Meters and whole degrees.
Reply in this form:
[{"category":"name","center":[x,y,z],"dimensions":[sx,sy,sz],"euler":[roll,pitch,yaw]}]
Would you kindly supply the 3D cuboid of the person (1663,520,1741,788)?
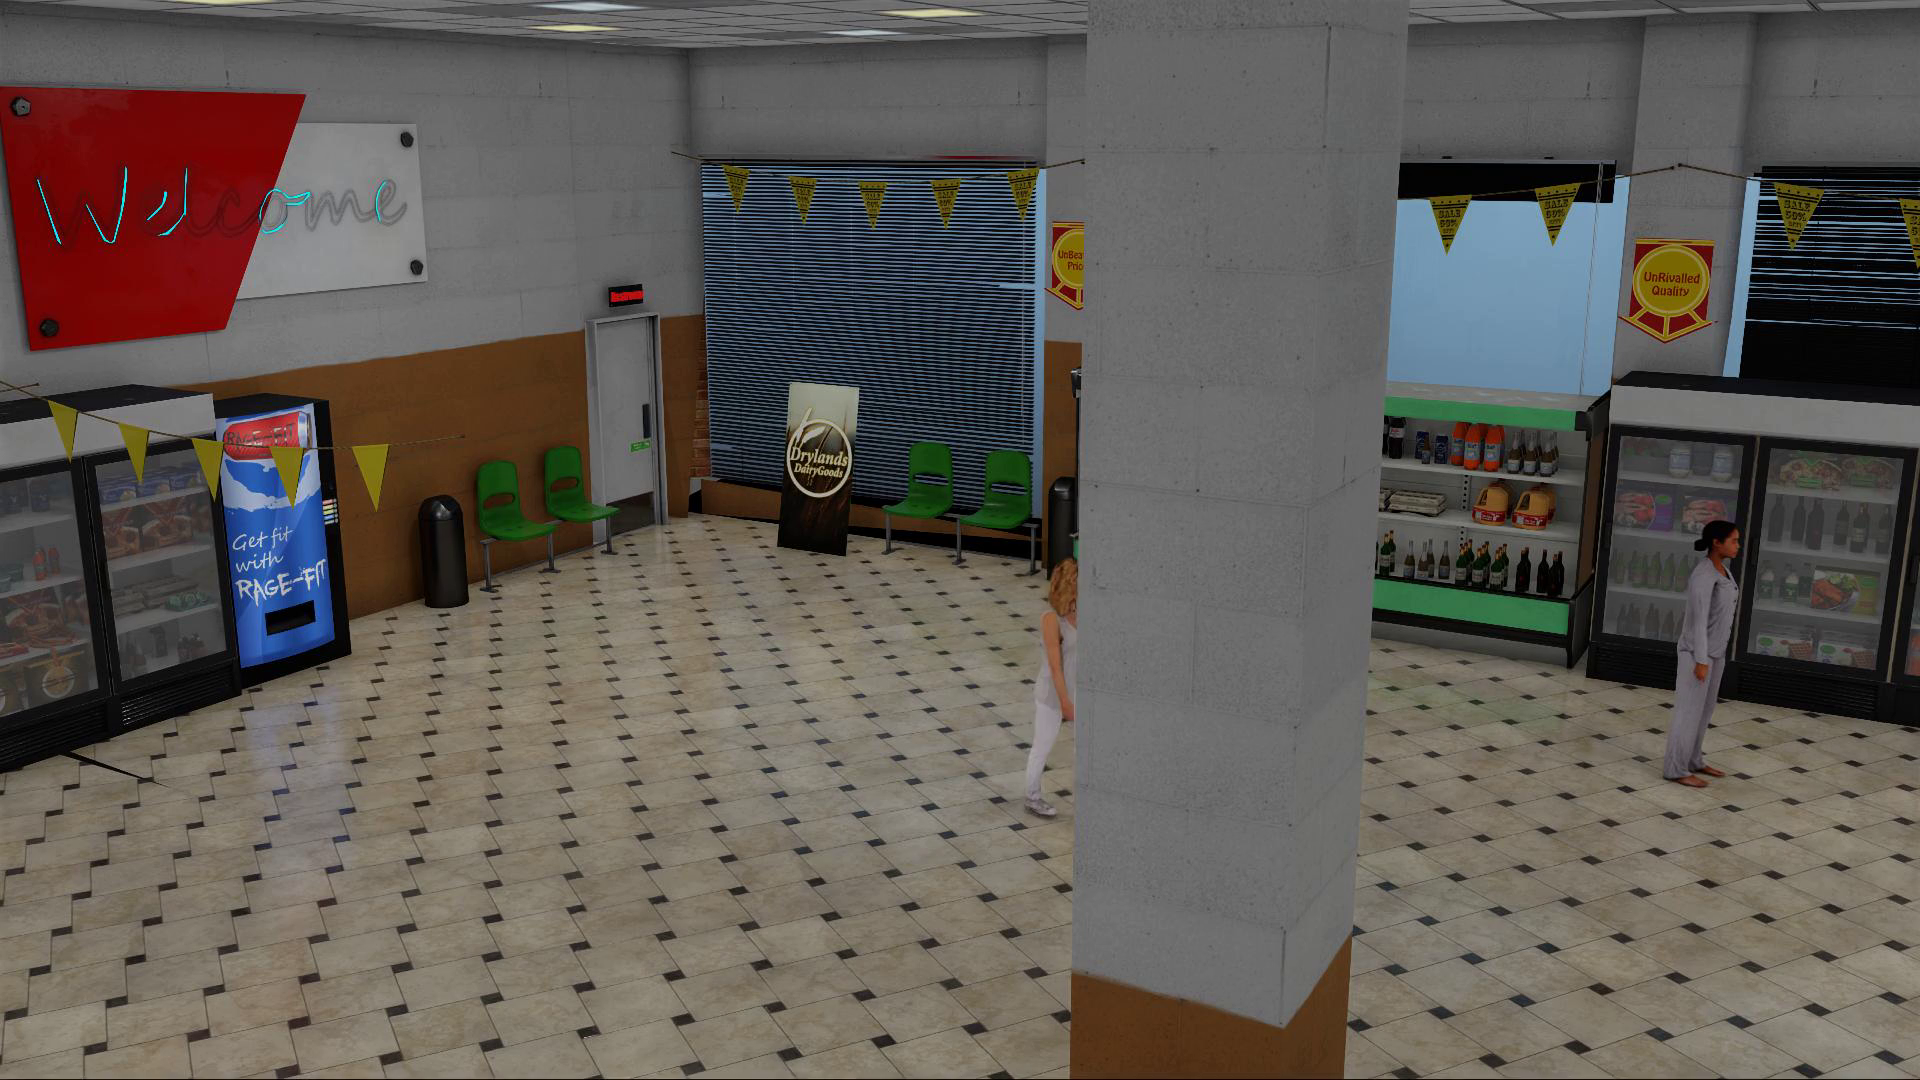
[{"category":"person","center":[4.811,0.713,10.784],"dimensions":[0.615,1.733,0.665],"euler":[11,18,39]}]
